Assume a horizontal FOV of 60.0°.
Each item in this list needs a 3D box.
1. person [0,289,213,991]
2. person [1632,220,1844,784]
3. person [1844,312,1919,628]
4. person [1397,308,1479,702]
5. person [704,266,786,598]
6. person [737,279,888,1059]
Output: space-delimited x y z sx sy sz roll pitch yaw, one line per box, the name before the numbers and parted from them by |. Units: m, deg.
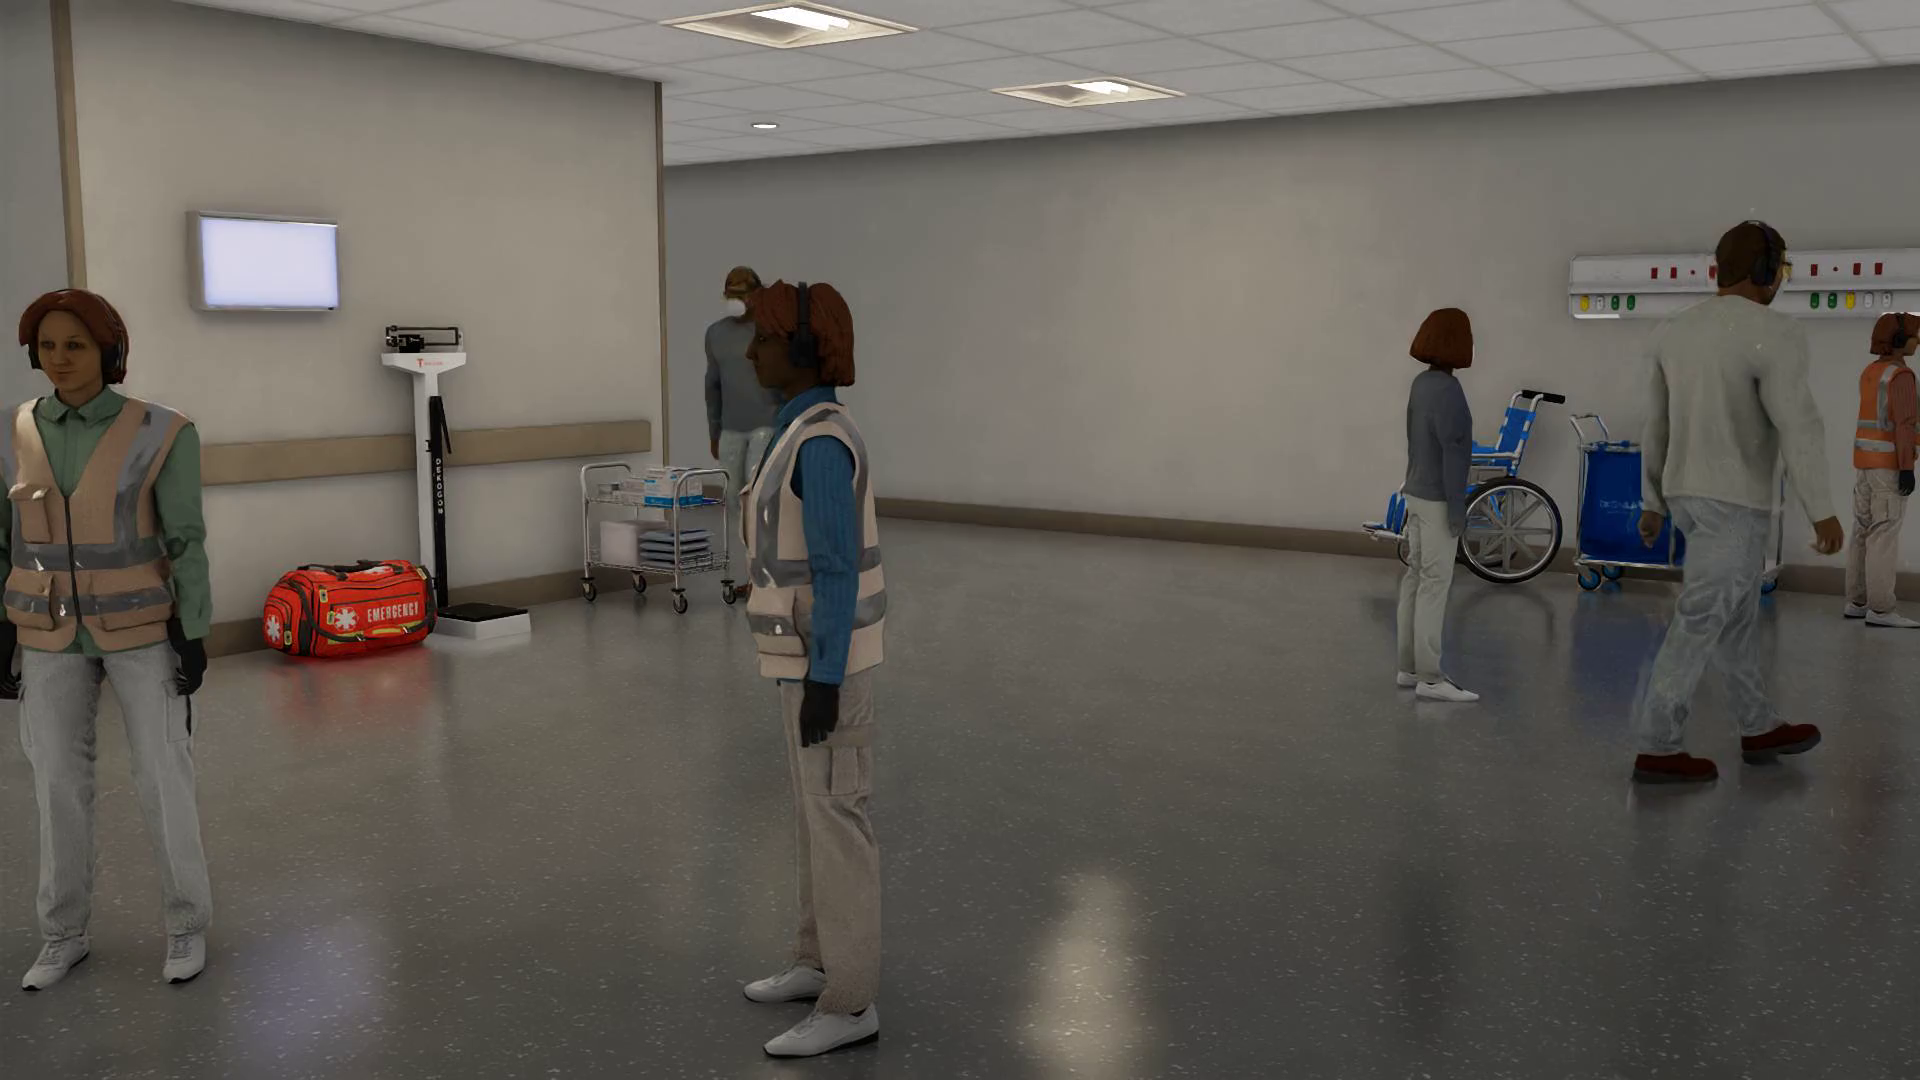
person | -2.008 0.238 3.886 0.514 1.630 0.318 -1 7 -7
person | 2.705 -0.116 5.651 0.929 1.899 0.643 -1 7 -9
person | 4.844 -0.367 8.704 0.309 1.641 0.514 1 7 6
person | 2.009 -0.150 6.975 0.278 1.634 0.498 0 7 -2
person | -1.160 -0.643 9.810 0.643 1.922 0.684 4 8 27
person | -0.313 0.271 3.567 0.314 1.641 0.515 -1 7 -11
